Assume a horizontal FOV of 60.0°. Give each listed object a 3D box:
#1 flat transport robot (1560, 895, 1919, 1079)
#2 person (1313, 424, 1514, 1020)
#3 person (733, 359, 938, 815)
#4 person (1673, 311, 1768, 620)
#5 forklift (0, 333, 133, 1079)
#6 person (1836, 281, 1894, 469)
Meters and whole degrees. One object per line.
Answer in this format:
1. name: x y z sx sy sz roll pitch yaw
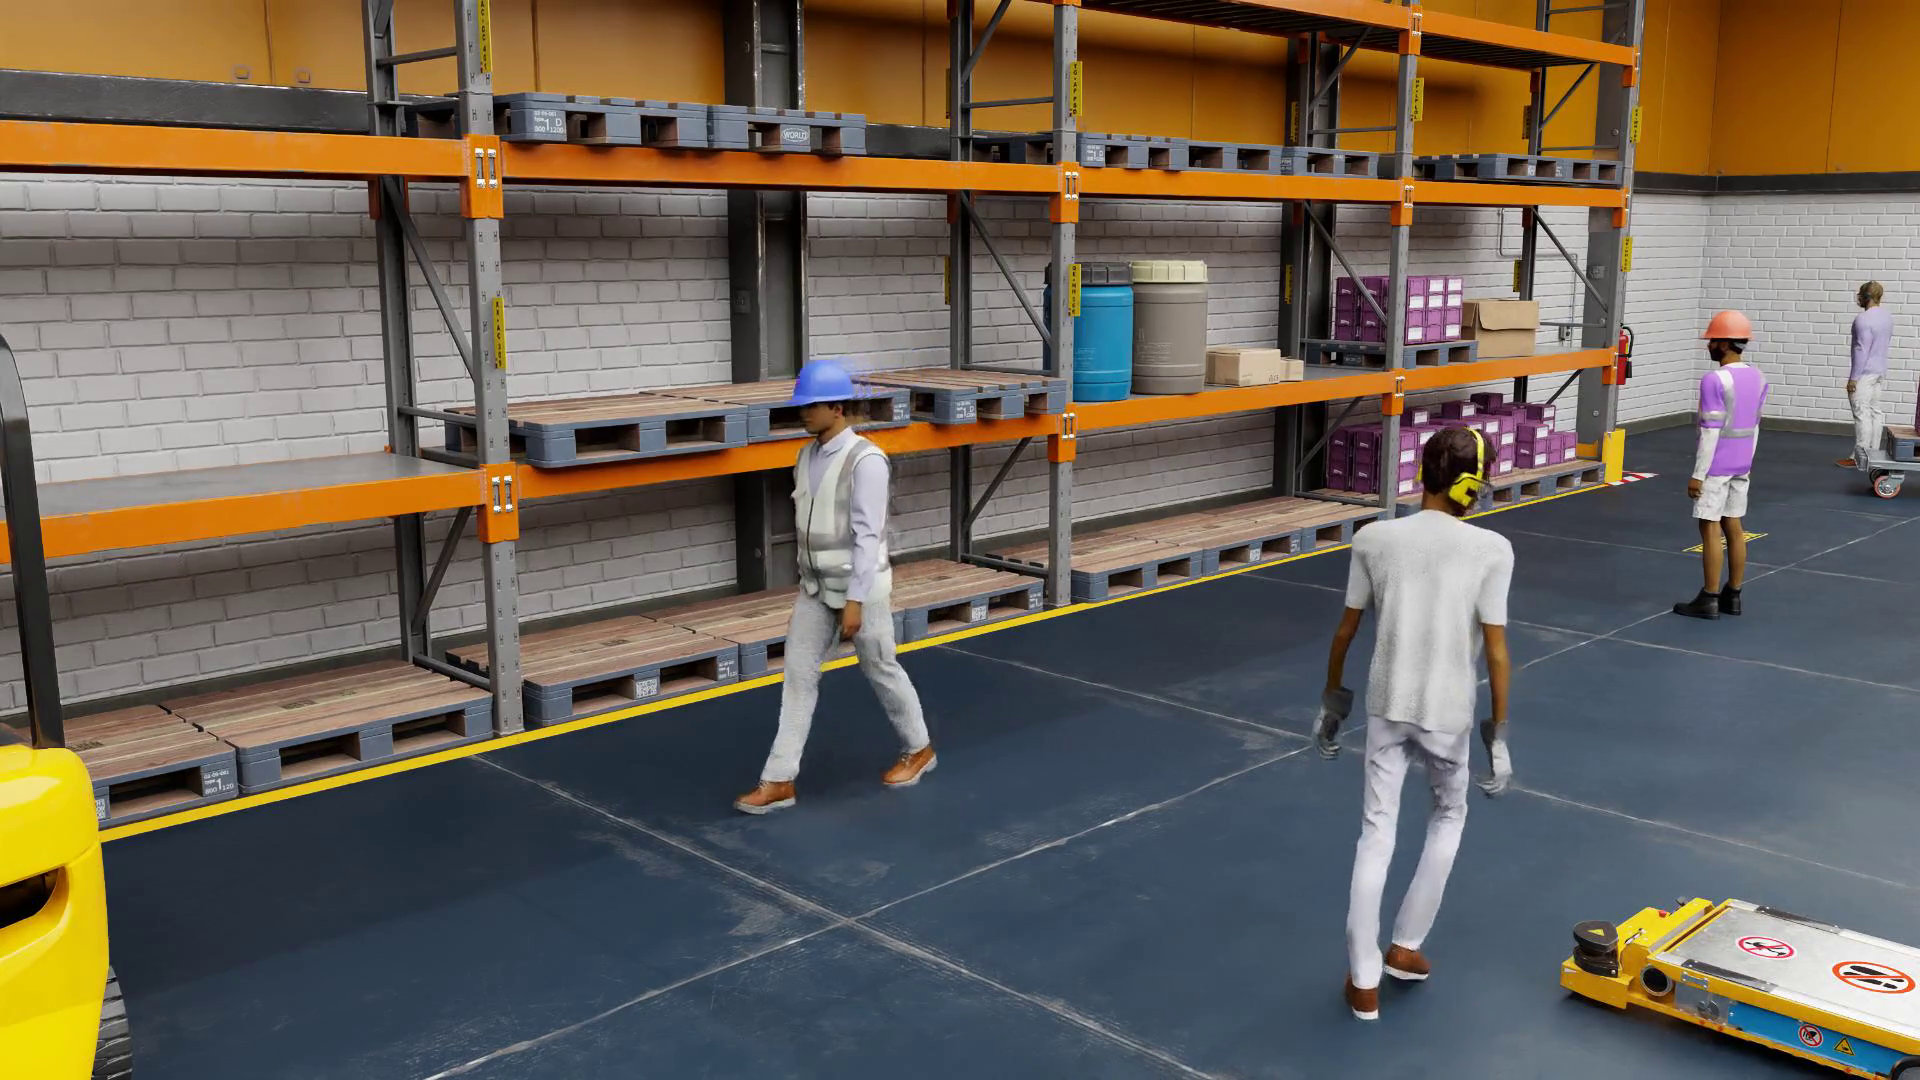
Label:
1. flat transport robot: 2.633 1.374 4.980 0.652 0.197 1.431 -10 15 -44
2. person: 1.407 0.555 5.184 0.642 1.831 0.622 5 12 27
3. person: -0.488 0.184 7.044 0.991 1.906 0.614 -10 14 -43
4. person: 4.776 -0.466 10.471 0.553 1.934 0.366 -6 12 -31
5. forklift: -3.289 0.485 4.582 1.214 2.155 2.313 -10 14 -44
6. person: 9.380 -1.703 17.207 0.635 1.937 0.352 -8 13 -38
